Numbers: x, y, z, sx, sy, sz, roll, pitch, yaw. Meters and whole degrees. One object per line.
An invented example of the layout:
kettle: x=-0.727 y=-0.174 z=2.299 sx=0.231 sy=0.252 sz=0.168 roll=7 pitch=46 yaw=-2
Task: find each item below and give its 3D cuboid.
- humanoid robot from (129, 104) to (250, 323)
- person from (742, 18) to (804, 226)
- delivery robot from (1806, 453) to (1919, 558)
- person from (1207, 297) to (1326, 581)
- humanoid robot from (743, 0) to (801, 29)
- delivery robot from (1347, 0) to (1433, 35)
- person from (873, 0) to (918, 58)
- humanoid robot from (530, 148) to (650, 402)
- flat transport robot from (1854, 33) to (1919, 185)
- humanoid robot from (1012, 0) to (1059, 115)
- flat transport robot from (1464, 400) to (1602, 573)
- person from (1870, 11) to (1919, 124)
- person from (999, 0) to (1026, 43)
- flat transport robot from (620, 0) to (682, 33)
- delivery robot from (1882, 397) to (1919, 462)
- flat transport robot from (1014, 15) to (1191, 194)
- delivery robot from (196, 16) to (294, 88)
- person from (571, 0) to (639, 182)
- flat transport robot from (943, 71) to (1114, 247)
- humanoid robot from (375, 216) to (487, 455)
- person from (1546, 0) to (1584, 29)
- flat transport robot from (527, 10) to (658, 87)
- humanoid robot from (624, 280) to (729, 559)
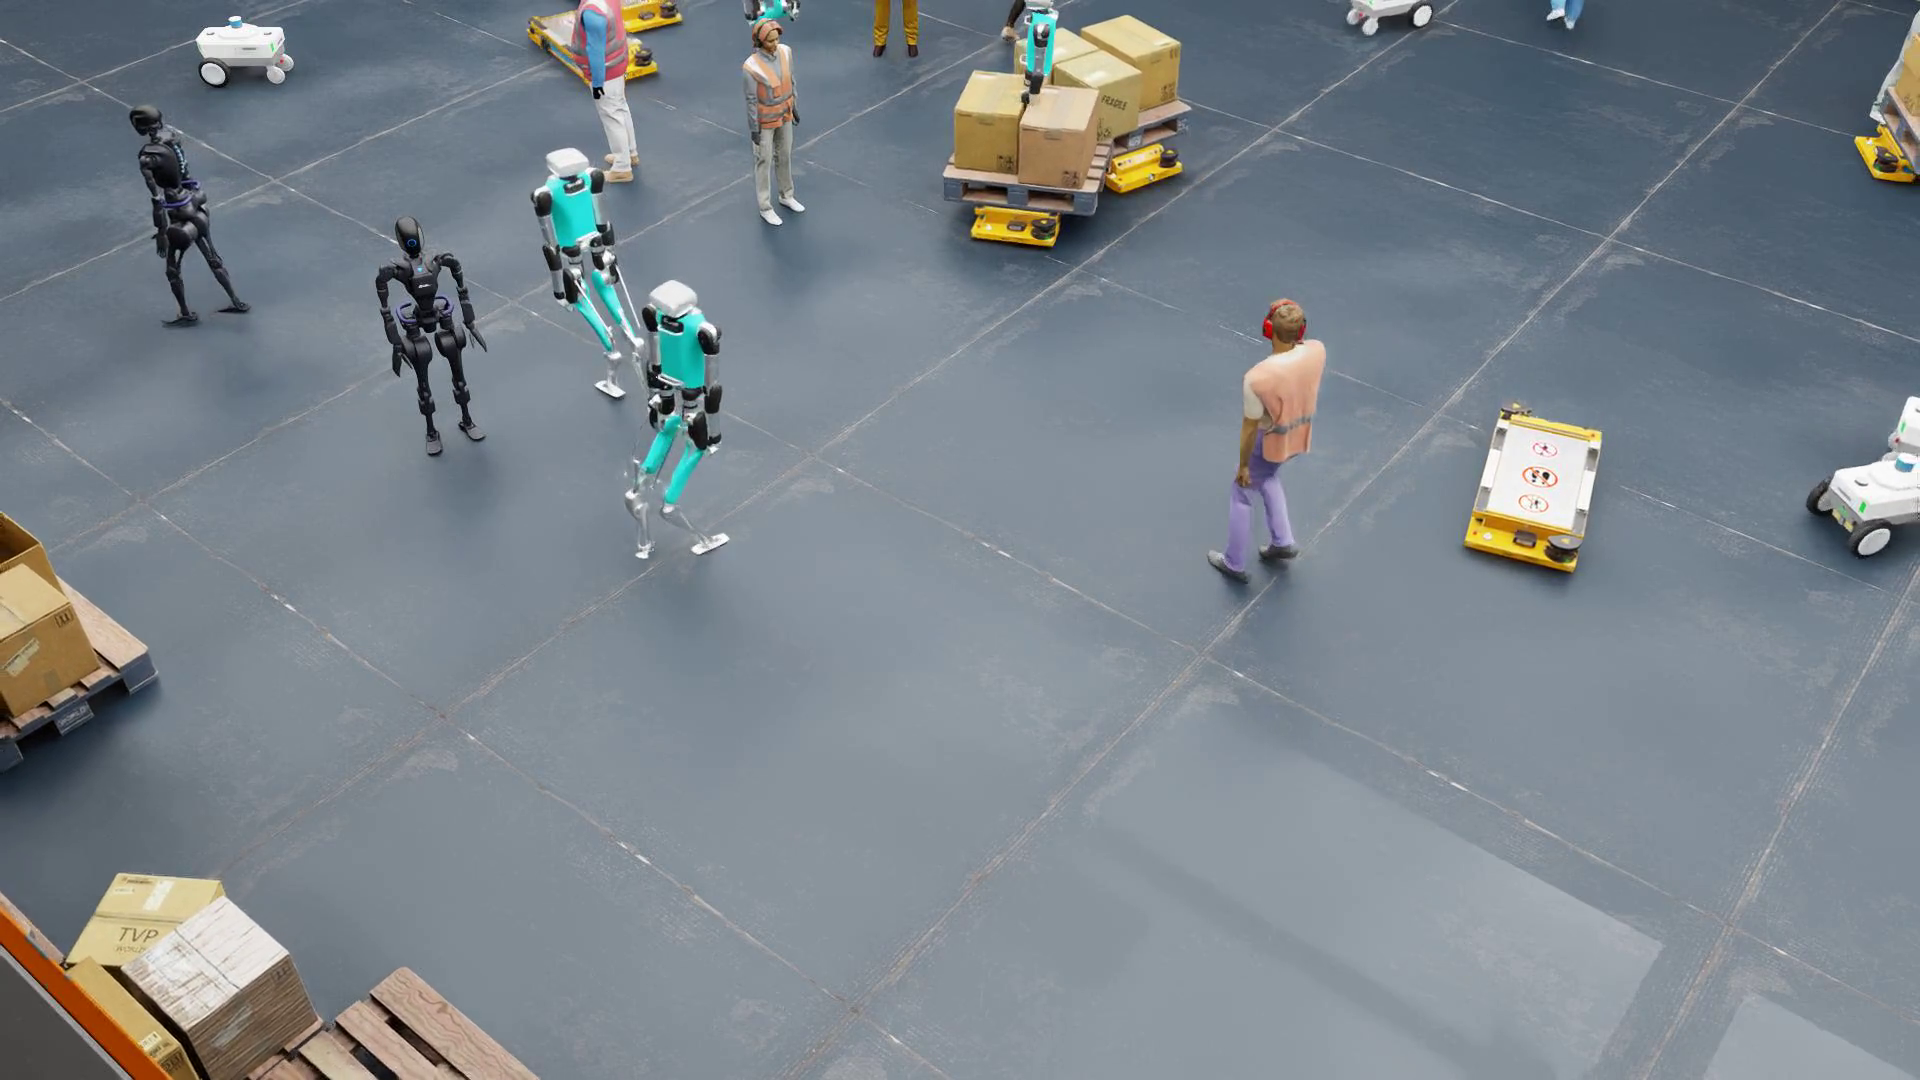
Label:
humanoid robot: x=-5.518 y=-2.297 z=11.699 sx=0.567 sy=1.640 sz=0.584 roll=1 pitch=40 yaw=1
person: x=-1.448 y=-3.234 z=12.827 sx=0.311 sy=1.634 sz=0.510 roll=26 pitch=47 yaw=27
delivery robot: x=5.671 y=-0.261 z=10.168 sx=0.802 sy=0.600 sz=0.499 roll=-9 pitch=41 yaw=-10
person: x=1.777 y=-0.569 z=9.551 sx=0.566 sy=1.813 sz=0.512 roll=-23 pitch=45 yaw=-25
humanoid robot: x=-1.697 y=-4.673 z=14.442 sx=0.558 sy=1.772 sz=0.895 roll=-18 pitch=44 yaw=-20
delivery robot: x=4.136 y=-5.205 z=15.970 sx=0.773 sy=0.582 sz=0.499 roll=-16 pitch=43 yaw=-18
person: x=-0.585 y=-5.244 z=15.100 sx=0.532 sy=1.753 sz=0.341 roll=1 pitch=40 yaw=2
humanoid robot: x=-2.298 y=-1.593 z=10.901 sx=0.806 sy=1.882 sz=0.547 roll=29 pitch=48 yaw=30
flat transport robot: x=8.281 y=-3.177 z=13.815 sx=1.431 sy=0.231 sz=0.659 roll=6 pitch=41 yaw=6
humanoid robot: x=0.410 y=-3.406 z=12.972 sx=0.664 sy=1.826 sz=0.538 roll=3 pitch=40 yaw=4
flat transport robot: x=3.642 y=-0.362 z=10.503 sx=0.659 sy=0.231 sz=1.431 roll=15 pitch=43 yaw=17
person: x=8.224 y=-4.362 z=14.078 sx=0.484 sy=1.736 sz=0.337 roll=-27 pitch=47 yaw=-28
person: x=0.678 y=-5.275 z=15.196 sx=0.407 sy=1.673 sz=0.562 roll=-19 pitch=44 yaw=-21
flat transport robot: x=-3.347 y=-5.357 z=16.379 sx=0.659 sy=0.231 sz=1.431 roll=-22 pitch=45 yaw=-24
delivery robot: x=6.344 y=-0.623 z=10.575 sx=0.759 sy=0.575 sz=0.499 roll=22 pitch=45 yaw=24
flat transport robot: x=1.163 y=-3.366 z=14.038 sx=0.659 sy=0.231 sz=1.431 roll=-24 pitch=46 yaw=-26
delivery robot: x=-6.520 y=-4.436 z=15.091 sx=0.808 sy=0.614 sz=0.499 roll=0 pitch=40 yaw=0
person: x=-2.860 y=-3.770 z=13.311 sx=0.431 sy=1.836 sz=0.629 roll=0 pitch=40 yaw=0
flat transport robot: x=0.558 y=-2.814 z=13.388 sx=0.659 sy=0.231 sz=1.431 roll=8 pitch=41 yaw=9
humanoid robot: x=-3.329 y=-1.307 z=10.517 sx=0.599 sy=1.657 sz=0.315 roll=-20 pitch=44 yaw=-22
person: x=5.853 y=-5.646 z=15.604 sx=0.538 sy=1.715 sz=0.428 roll=1 pitch=40 yaw=2
flat transport robot: x=-3.448 y=-4.614 z=15.506 sx=0.659 sy=0.231 sz=1.431 roll=-25 pitch=46 yaw=-26
humanoid robot: x=-1.721 y=-0.578 z=9.637 sx=0.531 sy=1.793 sz=0.783 roll=24 pitch=46 yaw=26
